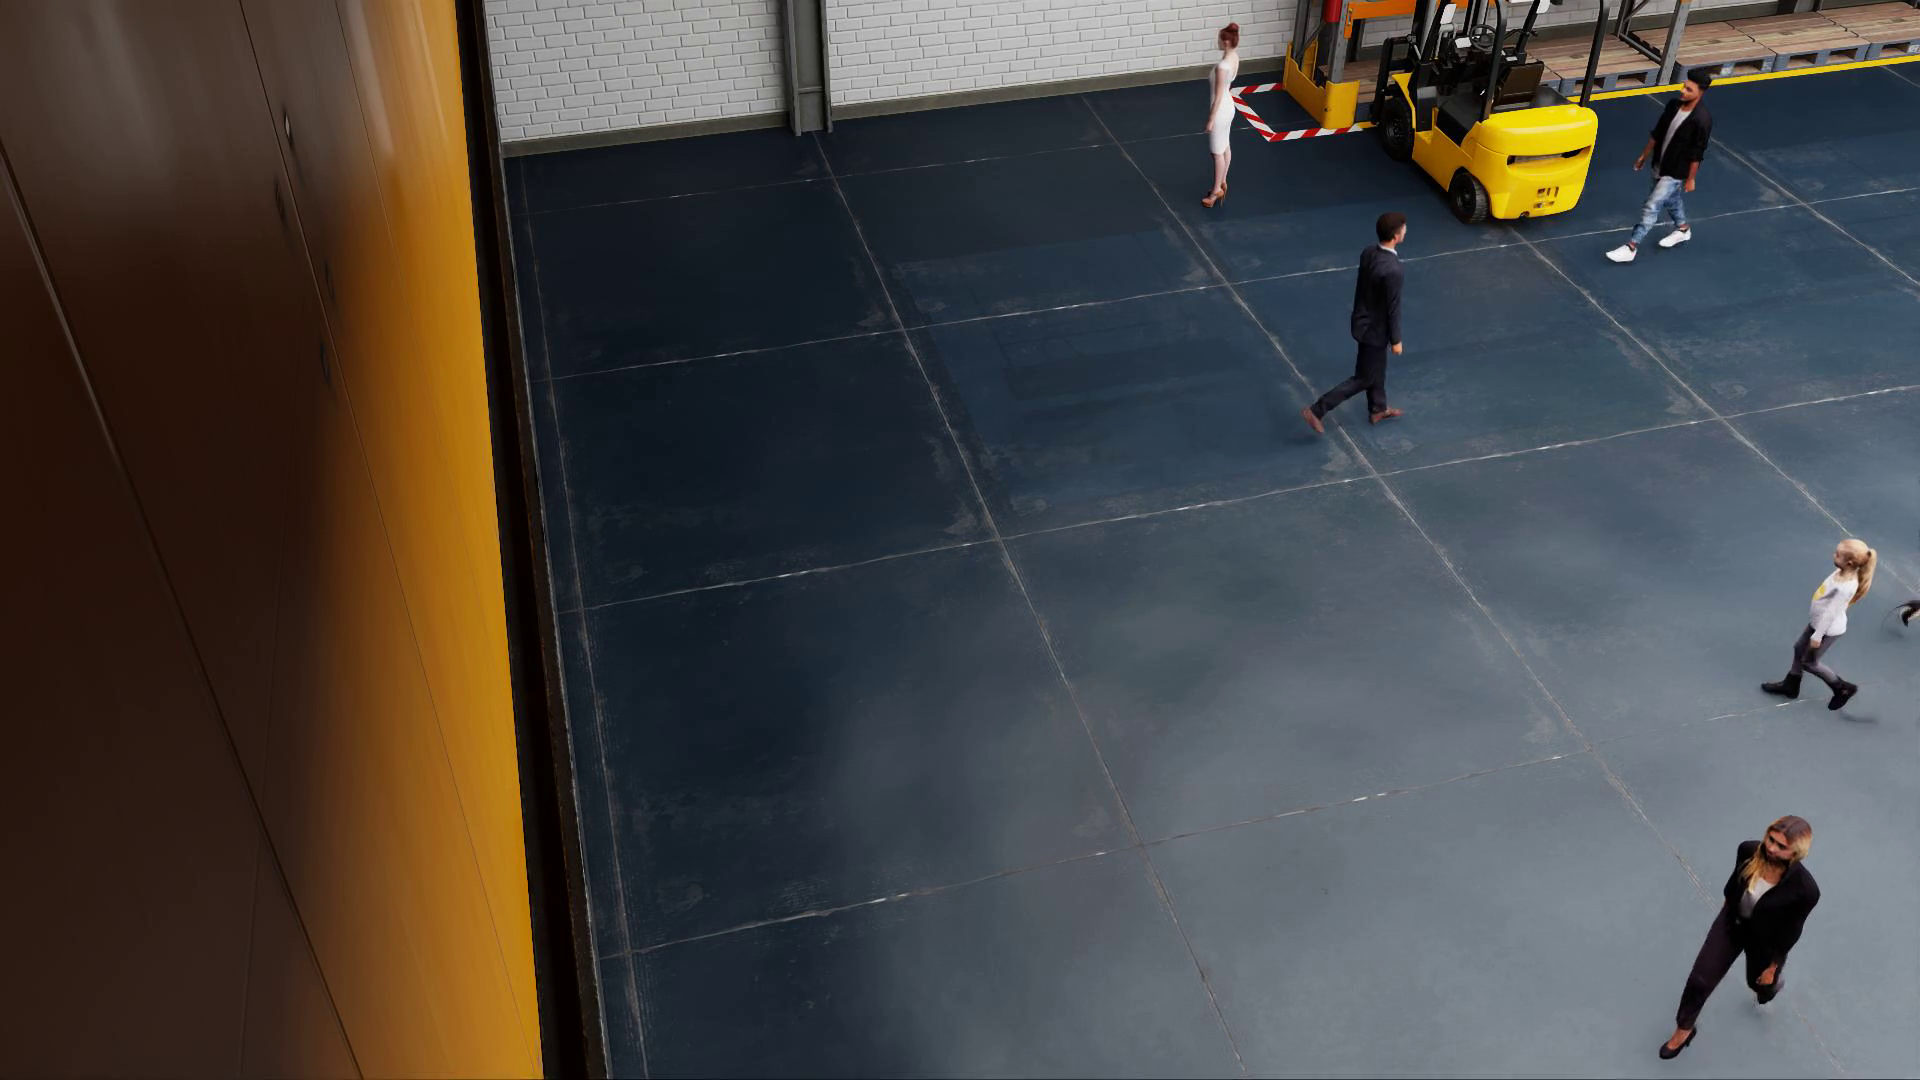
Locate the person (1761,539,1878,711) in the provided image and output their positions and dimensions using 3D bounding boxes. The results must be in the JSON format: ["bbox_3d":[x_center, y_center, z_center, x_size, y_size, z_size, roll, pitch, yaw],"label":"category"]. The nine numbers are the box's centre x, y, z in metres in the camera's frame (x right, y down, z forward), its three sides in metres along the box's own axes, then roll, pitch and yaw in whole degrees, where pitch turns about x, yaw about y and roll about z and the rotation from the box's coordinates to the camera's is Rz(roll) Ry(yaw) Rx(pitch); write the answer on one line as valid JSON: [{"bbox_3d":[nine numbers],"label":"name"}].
[{"bbox_3d":[5.462,0.550,10.367,0.826,1.265,0.728,13,41,16],"label":"person"}]

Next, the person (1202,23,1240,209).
[{"bbox_3d":[2.463,-3.984,15.616,0.666,1.801,0.626,16,41,19],"label":"person"}]

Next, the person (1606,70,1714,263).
[{"bbox_3d":[6.439,-3.346,14.842,1.174,1.768,0.742,-7,39,-9],"label":"person"}]

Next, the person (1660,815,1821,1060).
[{"bbox_3d":[4.003,1.970,8.289,1.113,1.640,0.844,-25,45,-28],"label":"person"}]

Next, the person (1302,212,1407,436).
[{"bbox_3d":[3.064,-1.576,12.571,1.155,1.837,0.655,-9,39,-11],"label":"person"}]
